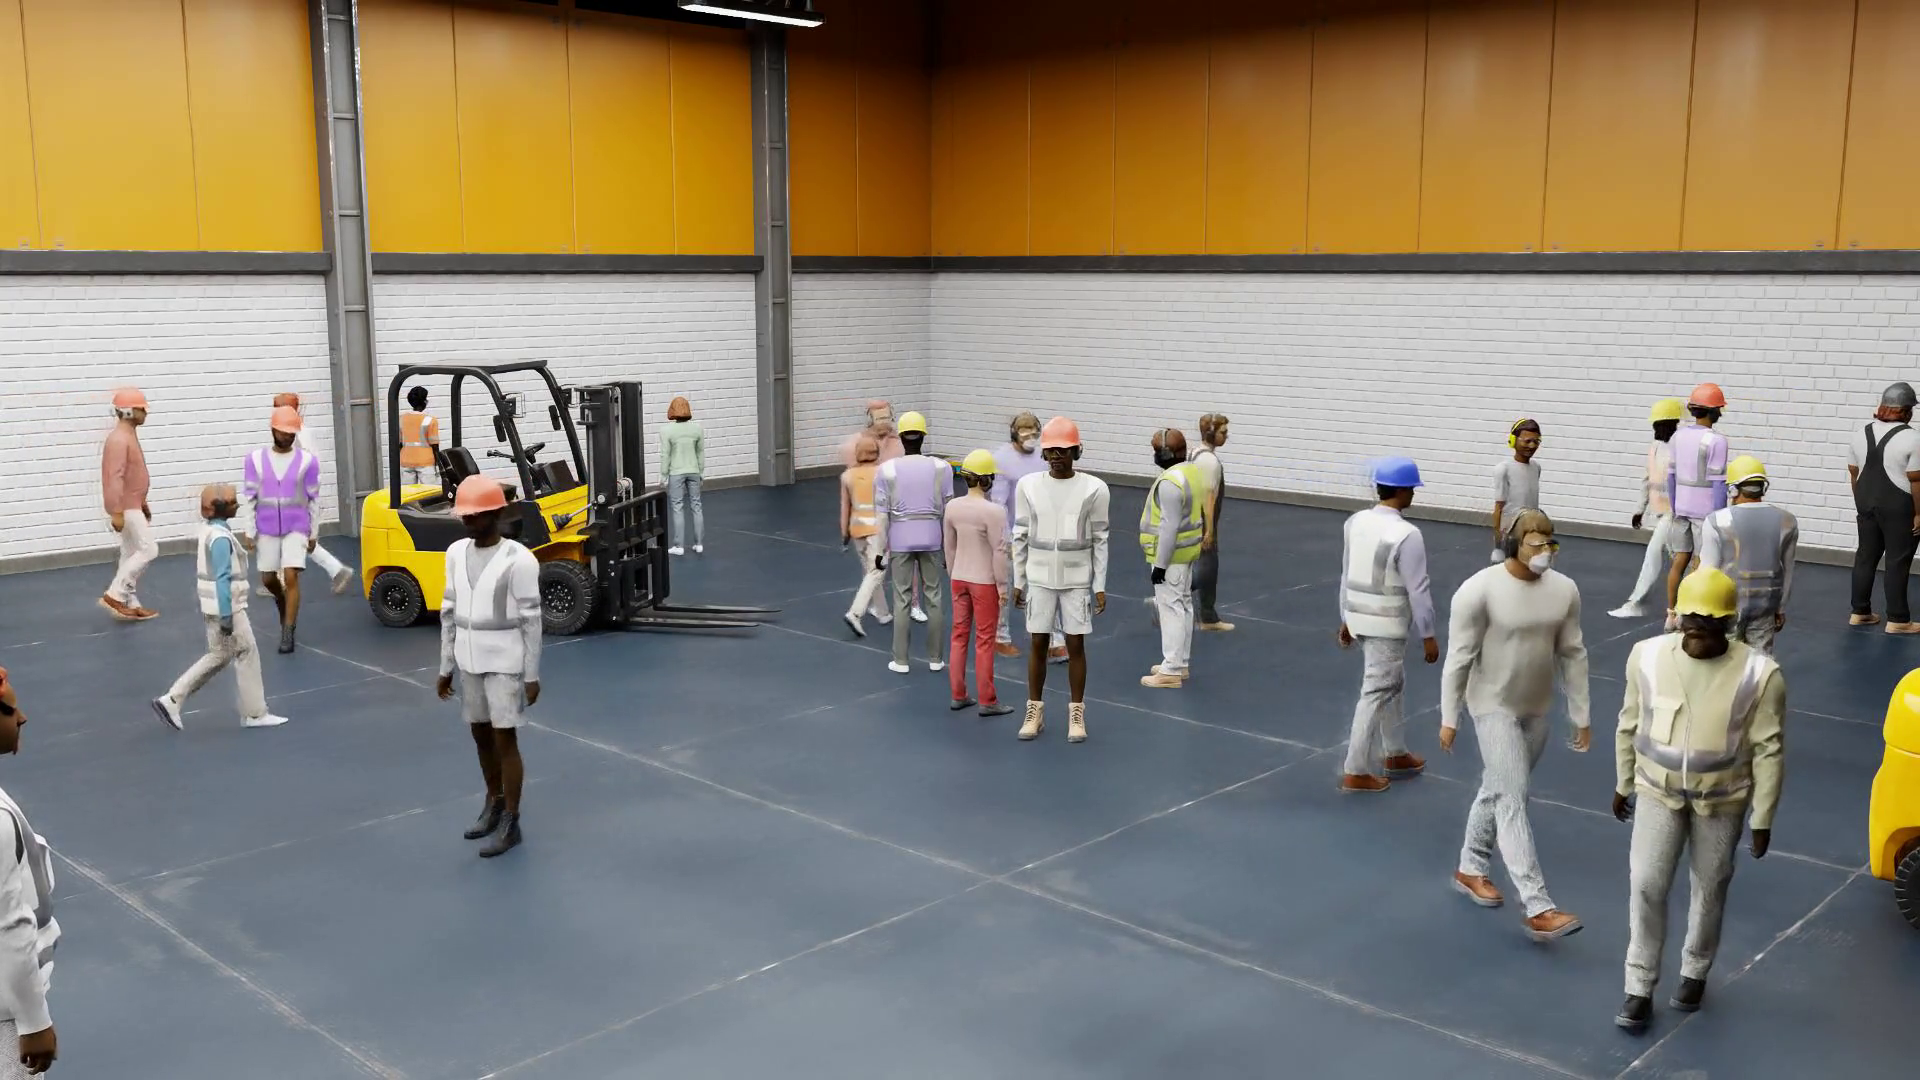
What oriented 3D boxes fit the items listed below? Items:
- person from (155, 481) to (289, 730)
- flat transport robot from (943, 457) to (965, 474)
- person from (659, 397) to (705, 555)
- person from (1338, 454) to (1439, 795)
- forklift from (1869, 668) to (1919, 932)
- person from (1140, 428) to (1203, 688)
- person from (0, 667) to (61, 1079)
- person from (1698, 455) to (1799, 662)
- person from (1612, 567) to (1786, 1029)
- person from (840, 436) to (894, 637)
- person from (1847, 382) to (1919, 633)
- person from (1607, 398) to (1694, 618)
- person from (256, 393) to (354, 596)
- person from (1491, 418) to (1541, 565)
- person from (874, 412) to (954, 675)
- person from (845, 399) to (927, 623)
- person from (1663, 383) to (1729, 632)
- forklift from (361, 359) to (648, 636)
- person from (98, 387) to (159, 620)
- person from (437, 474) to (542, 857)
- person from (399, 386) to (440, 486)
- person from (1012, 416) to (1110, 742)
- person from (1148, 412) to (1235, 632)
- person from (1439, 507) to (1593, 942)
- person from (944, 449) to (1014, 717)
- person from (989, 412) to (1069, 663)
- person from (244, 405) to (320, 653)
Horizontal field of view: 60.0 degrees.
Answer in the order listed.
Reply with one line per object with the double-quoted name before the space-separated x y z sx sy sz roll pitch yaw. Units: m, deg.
"person" -4.727 0.432 10.555 0.700 1.614 0.524 -6 11 -32
"flat transport robot" 0.276 -1.044 23.725 1.431 0.197 0.652 4 10 20
"person" -2.874 -0.664 17.224 0.499 1.634 0.285 -6 11 -33
"person" 2.489 0.474 9.385 0.825 1.917 0.627 -3 10 -19
"forklift" 5.205 0.723 7.013 2.313 2.155 1.214 9 13 43
"person" 1.483 0.125 11.775 0.429 1.838 0.621 4 10 22
"person" -2.690 1.266 4.636 0.574 1.883 0.355 8 12 39
"person" 4.770 0.394 10.166 0.586 1.823 0.403 0 9 -2
"person" 2.811 1.010 6.420 0.627 1.804 0.759 6 11 33
"person" -0.743 -0.045 13.498 0.557 1.601 0.795 5 11 29
"person" 7.629 -0.273 13.585 0.538 2.000 0.683 -4 10 -21
"person" 6.025 -0.264 14.084 0.999 1.878 0.602 -1 9 -5
"person" -5.920 -0.393 14.910 0.850 1.856 0.593 -1 9 -4
"person" 4.098 0.037 12.232 0.521 1.863 0.319 -7 12 -36
"person" -0.337 0.027 12.124 0.586 1.917 0.381 -2 9 -11
"person" -0.592 -0.226 13.783 0.658 1.879 0.754 -6 11 -32
"person" 5.931 -0.235 13.330 0.361 2.048 0.614 -3 10 -16
"forklift" -3.850 -0.407 13.936 2.313 2.155 1.214 2 9 11
"person" -6.902 -0.289 13.876 0.438 1.972 0.633 -4 10 -22
"person" -2.406 0.618 8.480 0.554 1.936 0.389 4 10 23
"person" -5.857 -0.816 18.001 0.515 1.690 0.320 3 10 16
"person" 0.621 0.249 10.377 0.605 2.045 0.377 2 9 11
"person" 1.886 -0.121 13.359 0.680 1.826 0.533 -1 9 -7
"person" 2.547 0.811 7.390 0.653 1.890 0.996 -4 10 -22
"person" 0.119 0.282 11.023 0.524 1.769 0.315 9 13 44
"person" 0.528 0.002 12.377 0.618 1.892 0.916 -5 11 -30
"person" -5.278 -0.109 12.991 0.567 1.909 0.743 -2 10 -14
